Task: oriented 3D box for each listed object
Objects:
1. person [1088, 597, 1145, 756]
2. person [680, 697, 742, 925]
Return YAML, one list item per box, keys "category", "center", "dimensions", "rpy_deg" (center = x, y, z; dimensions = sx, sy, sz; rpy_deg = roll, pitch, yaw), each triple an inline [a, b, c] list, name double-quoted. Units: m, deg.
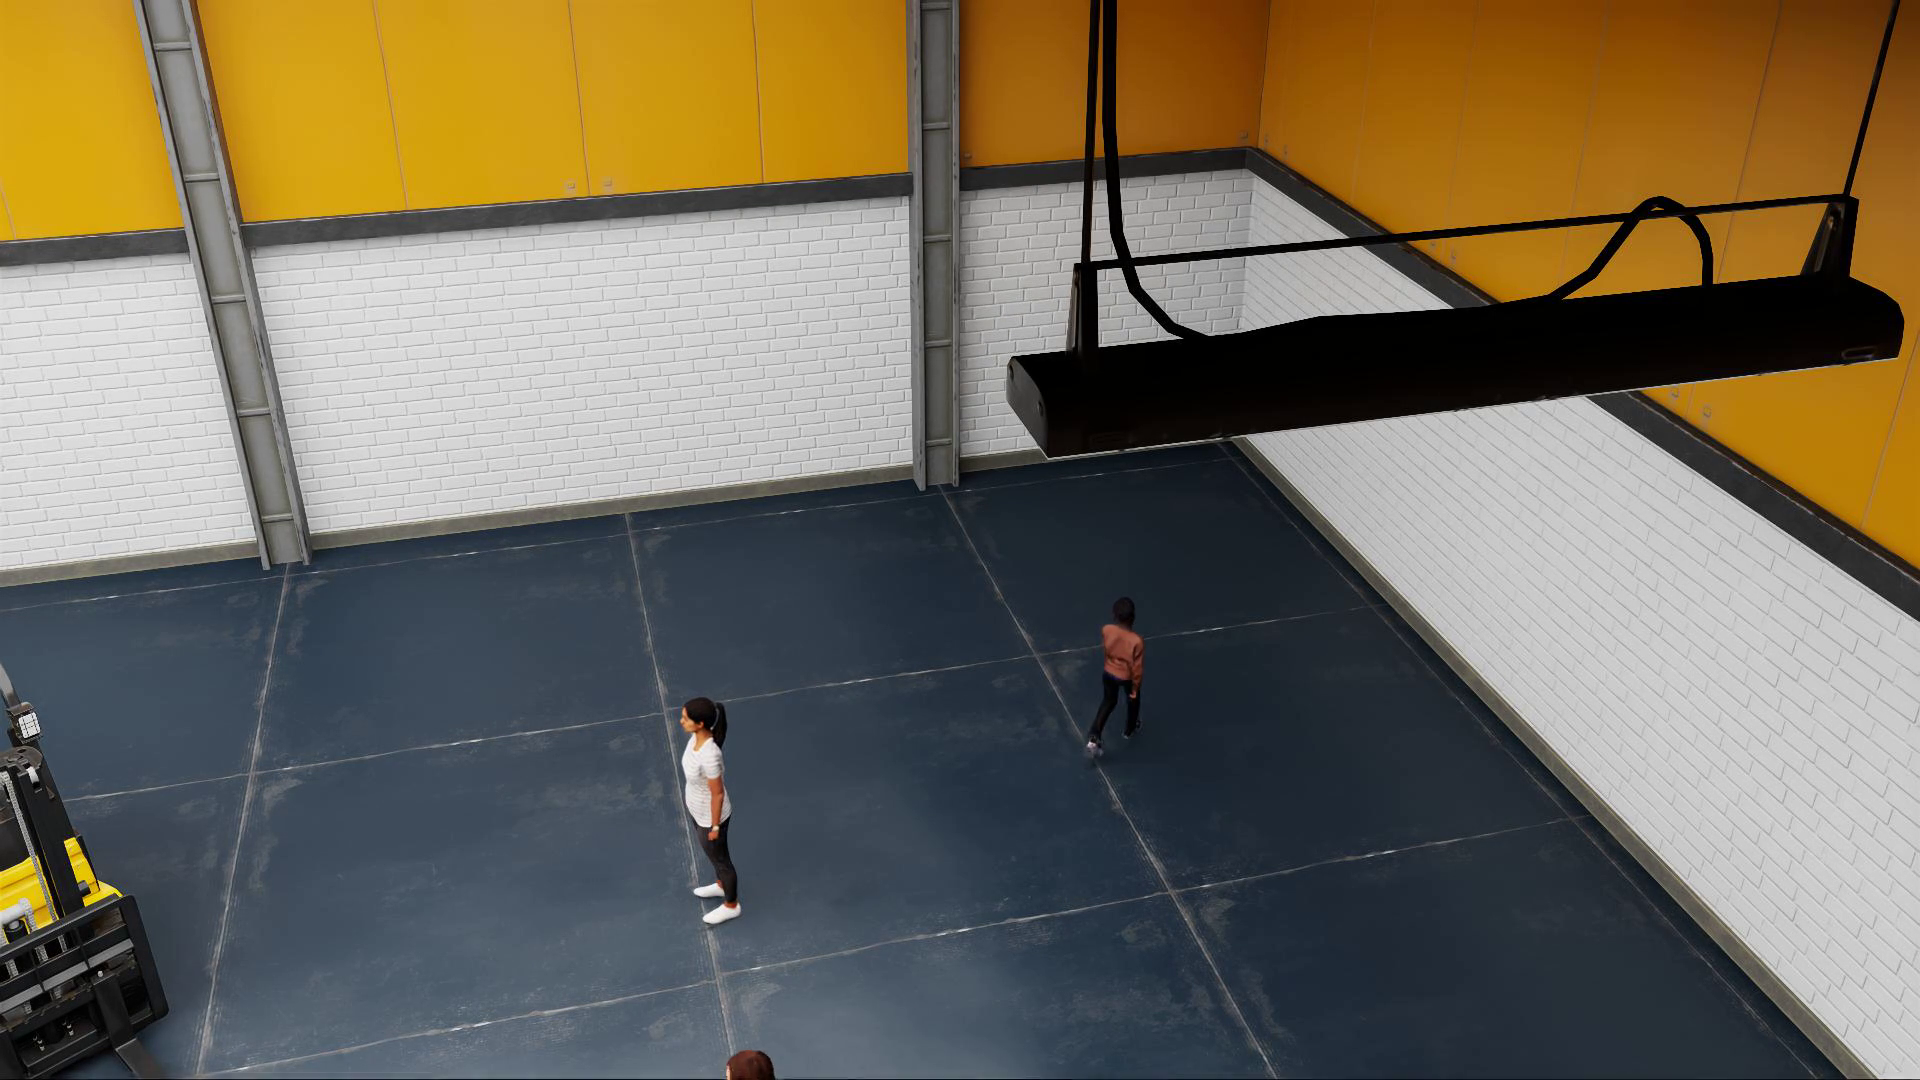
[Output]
- category: "person"
  center: [1.128, 1.007, 12.099]
  dimensions: [0.854, 1.235, 0.917]
  rpy_deg: [16, 32, 27]
- category: "person"
  center: [-1.563, 1.679, 10.440]
  dimensions: [0.519, 1.645, 0.573]
  rpy_deg: [-9, 30, -16]
